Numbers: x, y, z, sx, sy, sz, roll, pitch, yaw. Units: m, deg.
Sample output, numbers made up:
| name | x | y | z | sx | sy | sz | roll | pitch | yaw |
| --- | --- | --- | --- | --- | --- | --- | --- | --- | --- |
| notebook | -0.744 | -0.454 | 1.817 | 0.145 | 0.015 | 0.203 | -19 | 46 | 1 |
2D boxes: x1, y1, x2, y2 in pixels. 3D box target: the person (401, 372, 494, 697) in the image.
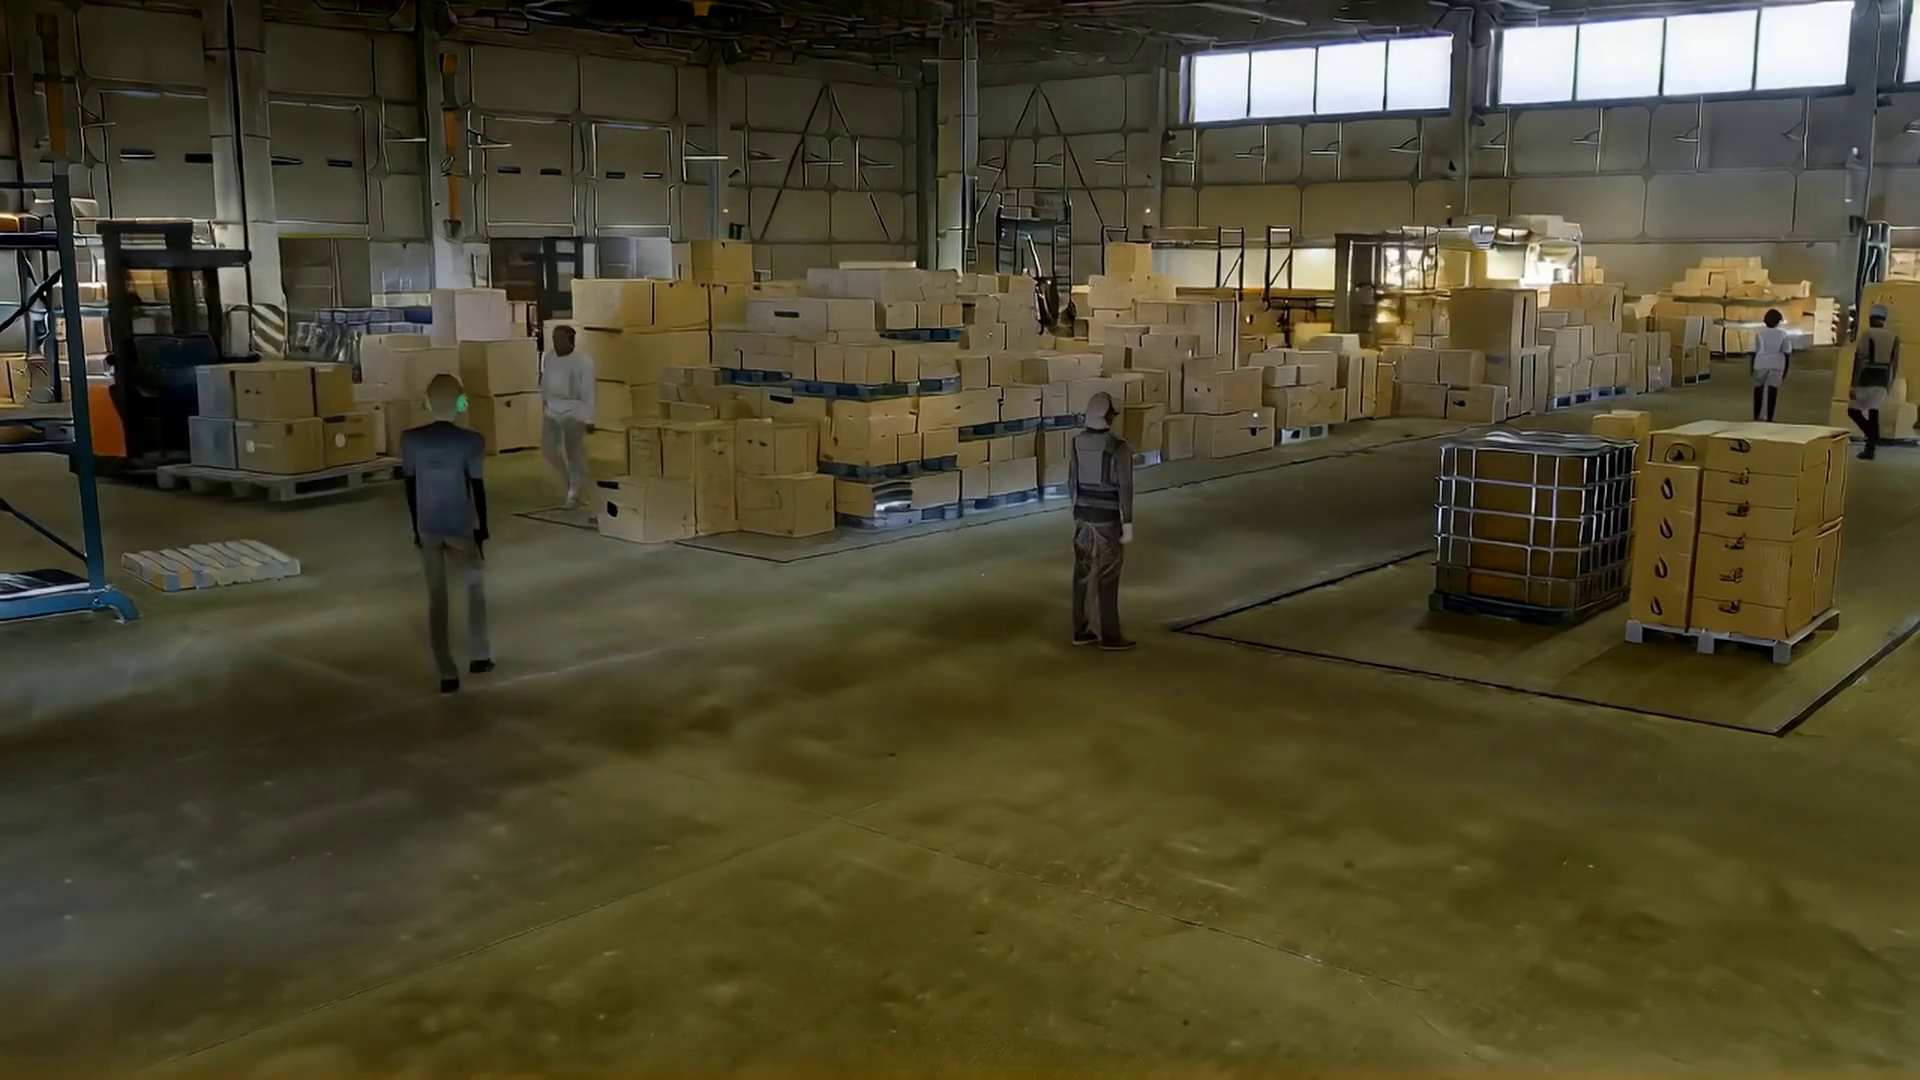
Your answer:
| name | x | y | z | sx | sy | sz | roll | pitch | yaw |
| --- | --- | --- | --- | --- | --- | --- | --- | --- | --- |
| person | -2.956 | -0.052 | 9.684 | 0.492 | 1.833 | 0.841 | -1 | 10 | -6 |

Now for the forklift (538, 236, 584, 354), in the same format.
| name | x | y | z | sx | sy | sz | roll | pitch | yaw |
| --- | --- | --- | --- | --- | --- | --- | --- | --- | --- |
| forklift | -9.248 | -5.738 | 39.059 | 1.873 | 2.768 | 1.129 | 8 | 13 | 40 |

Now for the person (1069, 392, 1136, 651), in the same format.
| name | x | y | z | sx | sy | sz | roll | pitch | yaw |
| --- | --- | --- | --- | --- | --- | --- | --- | --- | --- |
| person | 0.897 | -0.118 | 10.587 | 0.313 | 1.642 | 0.513 | -8 | 13 | -39 |

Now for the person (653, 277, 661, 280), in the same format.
| name | x | y | z | sx | sy | sz | roll | pitch | yaw |
| --- | --- | --- | --- | --- | --- | --- | --- | --- | --- |
| person | -6.524 | -4.725 | 36.012 | 0.636 | 1.931 | 0.377 | -5 | 11 | -25 |

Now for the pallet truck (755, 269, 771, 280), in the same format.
| name | x | y | z | sx | sy | sz | roll | pitch | yaw |
| --- | --- | --- | --- | --- | --- | --- | --- | --- | --- |
| pallet truck | -4.996 | -6.432 | 45.525 | 1.885 | 1.965 | 0.823 | -6 | 12 | -32 |

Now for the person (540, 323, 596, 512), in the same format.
| name | x | y | z | sx | sy | sz | roll | pitch | yaw |
| --- | --- | --- | --- | --- | --- | --- | --- | --- | --- |
| person | -3.809 | -1.184 | 16.107 | 0.631 | 1.828 | 0.432 | 3 | 11 | 19 |

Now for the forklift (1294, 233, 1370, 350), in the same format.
| name | x | y | z | sx | sy | sz | roll | pitch | yaw |
| --- | --- | --- | --- | --- | --- | --- | --- | --- | --- |
| forklift | 7.598 | -4.578 | 32.457 | 1.873 | 2.768 | 1.129 | 8 | 13 | 40 |

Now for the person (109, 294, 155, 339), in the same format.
| name | x | y | z | sx | sy | sz | roll | pitch | yaw |
| --- | --- | --- | --- | --- | --- | --- | --- | --- | --- |
| person | -11.044 | -2.326 | 22.316 | 0.357 | 1.938 | 0.637 | 6 | 12 | 31 |

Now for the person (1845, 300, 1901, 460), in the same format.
| name | x | y | z | sx | sy | sz | roll | pitch | yaw |
| --- | --- | --- | --- | --- | --- | --- | --- | --- | --- |
| person | 10.948 | -1.902 | 19.942 | 0.569 | 1.920 | 0.464 | -1 | 10 | -7 |

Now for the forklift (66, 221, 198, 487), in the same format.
| name | x | y | z | sx | sy | sz | roll | pitch | yaw |
| --- | --- | --- | --- | --- | --- | --- | --- | --- | --- |
| forklift | -8.769 | -2.057 | 18.103 | 1.873 | 2.768 | 1.129 | 6 | 11 | 30 |

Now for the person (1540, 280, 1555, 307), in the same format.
| name | x | y | z | sx | sy | sz | roll | pitch | yaw |
| --- | --- | --- | --- | --- | --- | --- | --- | --- | --- |
| person | 11.531 | -4.162 | 32.805 | 0.499 | 1.923 | 0.645 | -6 | 12 | -32 |

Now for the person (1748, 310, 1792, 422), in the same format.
| name | x | y | z | sx | sy | sz | roll | pitch | yaw |
| --- | --- | --- | --- | --- | --- | --- | --- | --- | --- |
| person | 11.631 | -2.468 | 23.913 | 0.555 | 1.649 | 0.855 | 4 | 11 | 21 |
